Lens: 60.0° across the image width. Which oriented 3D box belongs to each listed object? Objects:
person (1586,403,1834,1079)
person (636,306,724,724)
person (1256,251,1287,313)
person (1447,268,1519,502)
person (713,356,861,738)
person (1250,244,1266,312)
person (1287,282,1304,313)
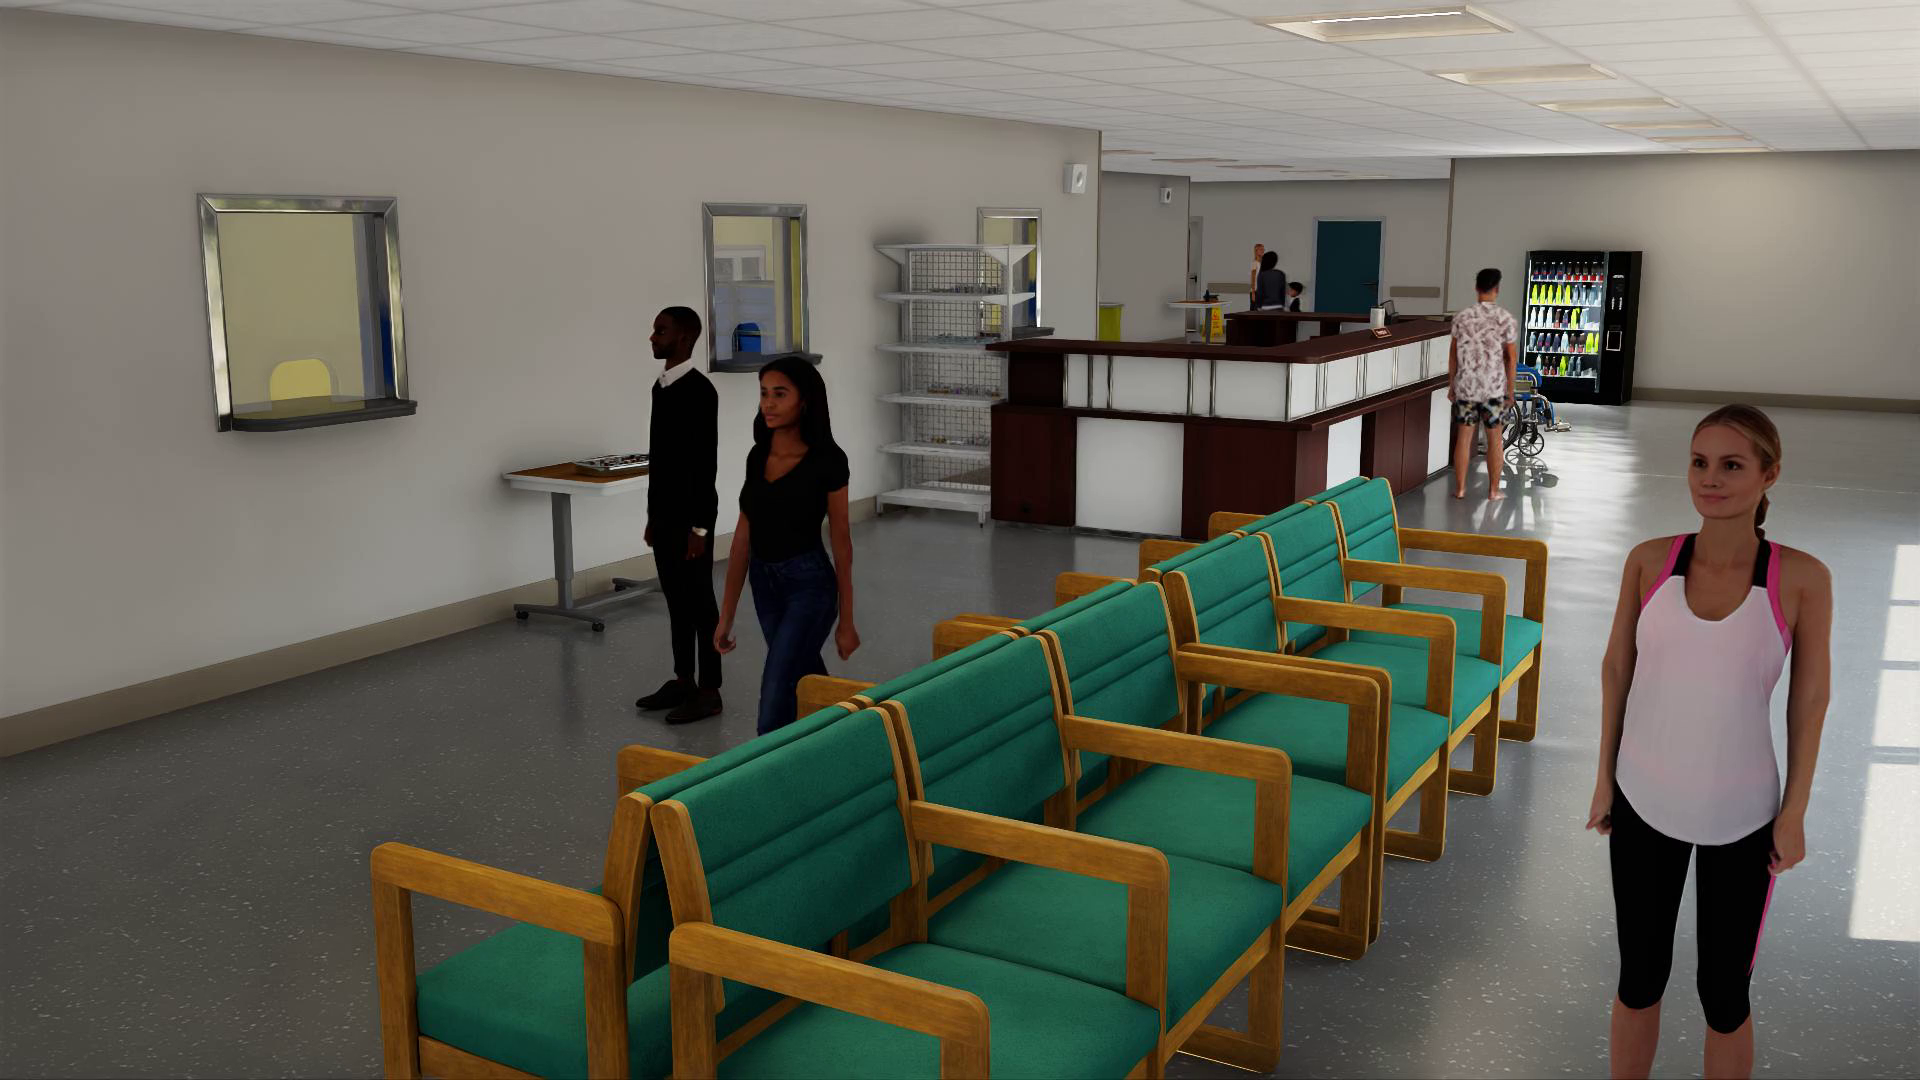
[{"bbox_3d":[1.596,0.594,3.591,0.506,1.788,0.691,8,14,38],"label":"person"},{"bbox_3d":[-1.205,-0.124,7.317,0.764,1.810,0.617,-8,14,-37],"label":"person"},{"bbox_3d":[4.646,-3.383,24.708,1.063,1.730,0.991,0,11,1],"label":"person"},{"bbox_3d":[4.121,-1.230,13.136,0.497,1.814,0.734,5,12,26],"label":"person"},{"bbox_3d":[-0.508,0.259,5.626,1.175,1.688,0.685,7,13,33],"label":"person"},{"bbox_3d":[5.383,-4.437,30.048,0.639,1.809,0.588,-10,15,-43],"label":"person"},{"bbox_3d":[5.523,-3.630,27.367,0.597,1.223,0.577,1,11,3],"label":"person"}]
